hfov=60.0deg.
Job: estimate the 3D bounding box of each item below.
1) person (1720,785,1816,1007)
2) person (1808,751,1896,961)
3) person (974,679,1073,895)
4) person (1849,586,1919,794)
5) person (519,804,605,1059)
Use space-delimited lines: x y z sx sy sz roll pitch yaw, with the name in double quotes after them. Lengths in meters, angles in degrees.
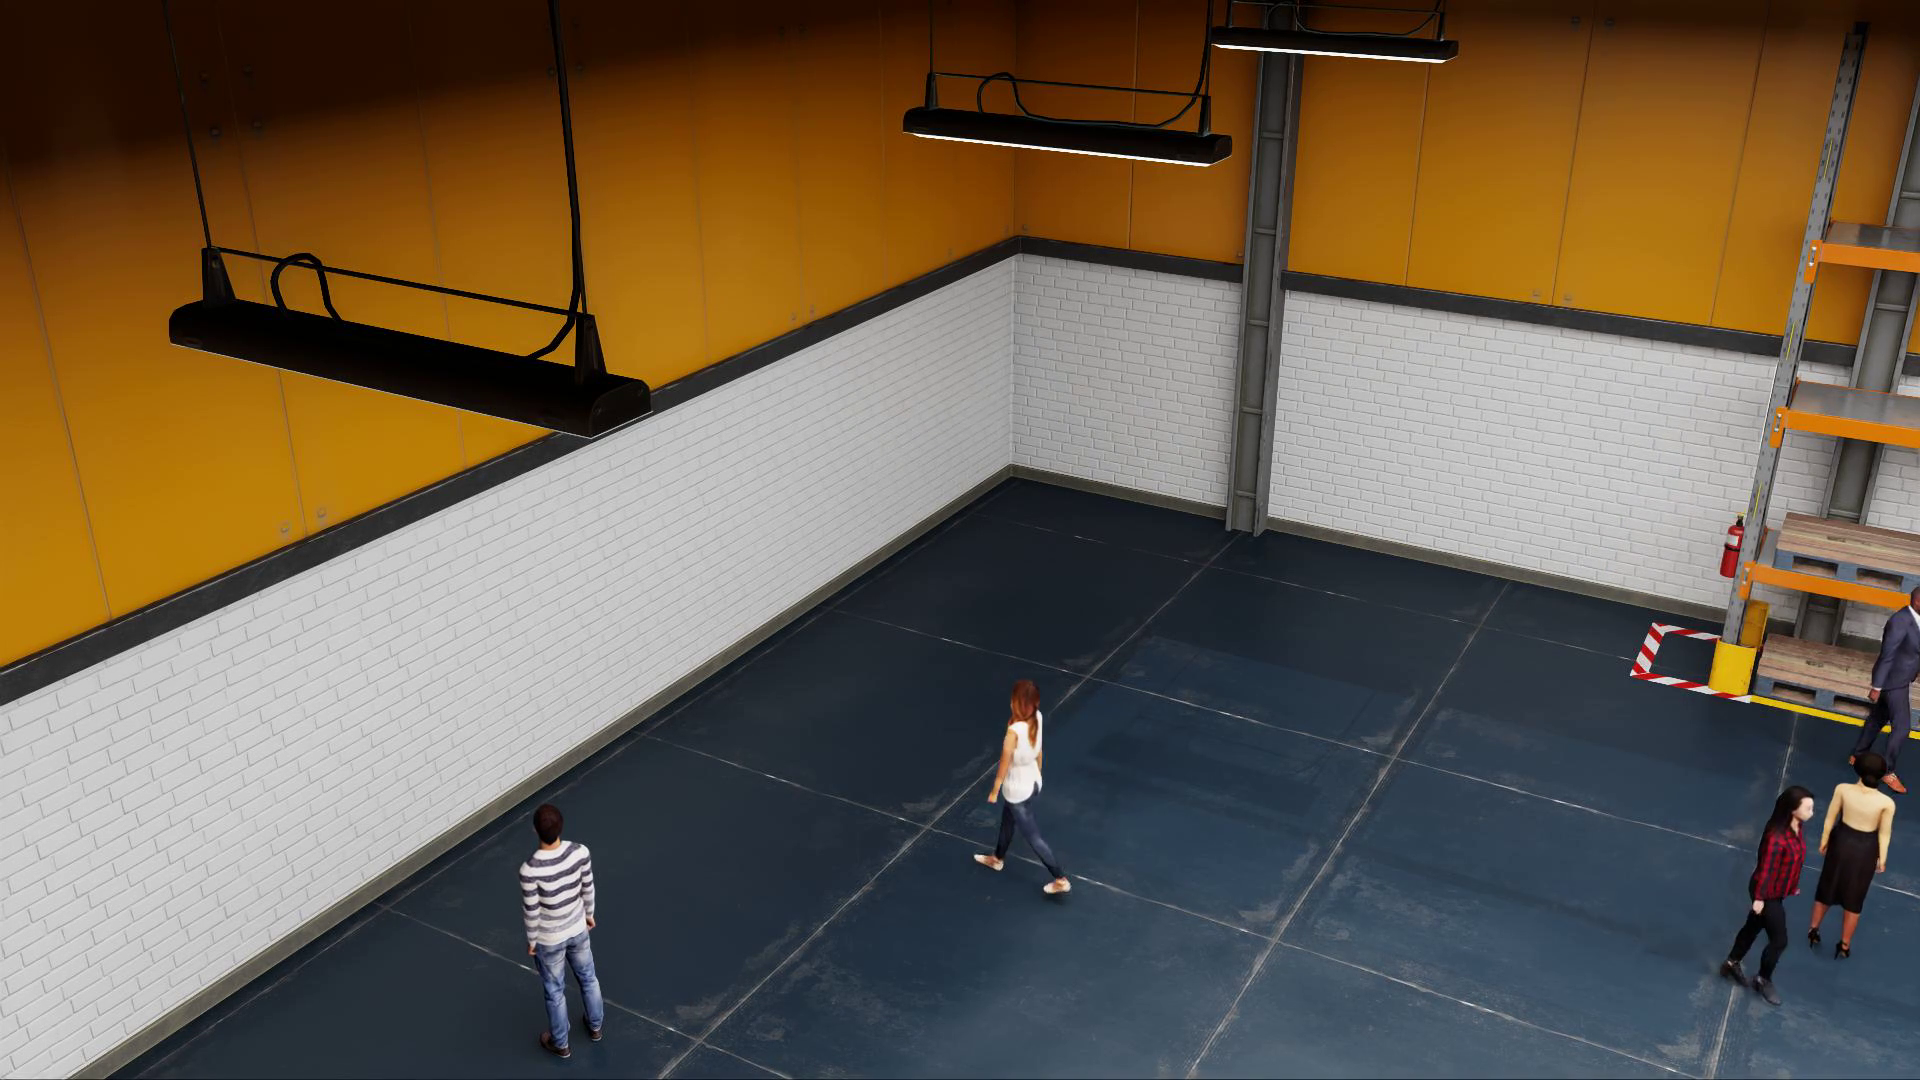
5.521 2.396 11.526 0.748 1.641 0.681 20 31 39 "person"
6.354 2.243 11.857 0.546 1.654 0.699 21 31 40 "person"
0.551 1.906 12.514 1.099 1.747 0.611 13 27 28 "person"
7.852 1.167 14.129 0.834 1.806 0.880 -21 31 -39 "person"
-2.614 2.549 10.908 0.713 1.855 0.663 -18 29 -35 "person"
